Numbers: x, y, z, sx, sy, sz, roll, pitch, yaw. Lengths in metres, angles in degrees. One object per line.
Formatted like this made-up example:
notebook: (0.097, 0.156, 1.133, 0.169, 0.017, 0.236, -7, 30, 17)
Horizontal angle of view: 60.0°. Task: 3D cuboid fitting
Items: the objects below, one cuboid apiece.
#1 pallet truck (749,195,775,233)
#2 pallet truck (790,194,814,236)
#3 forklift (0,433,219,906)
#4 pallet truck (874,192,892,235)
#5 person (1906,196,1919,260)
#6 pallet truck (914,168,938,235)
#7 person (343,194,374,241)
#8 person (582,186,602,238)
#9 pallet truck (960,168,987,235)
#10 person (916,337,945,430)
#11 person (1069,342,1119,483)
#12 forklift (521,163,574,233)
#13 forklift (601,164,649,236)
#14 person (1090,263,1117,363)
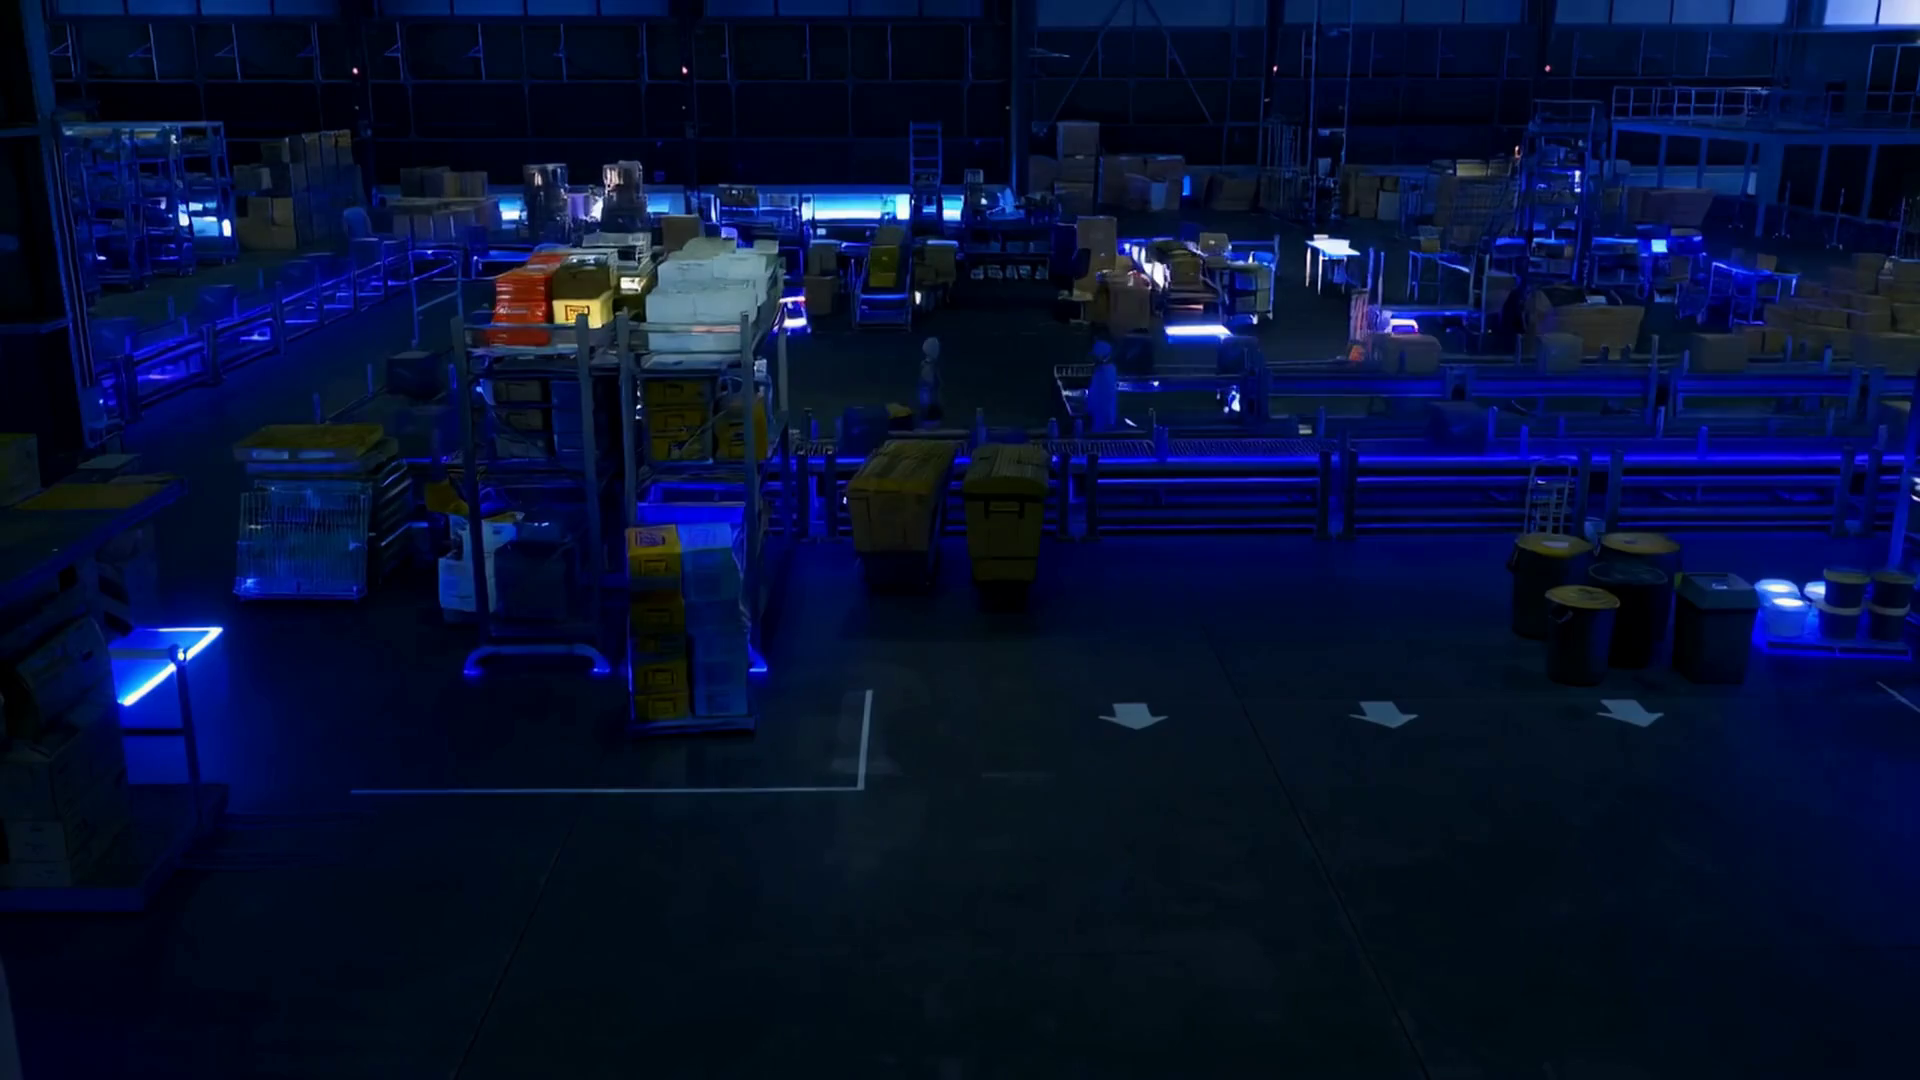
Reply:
pallet truck: (-6.051, -9.967, 50.660, 0.680, 1.201, 1.601, 0, 16, -1)
pallet truck: (-4.814, -9.883, 50.259, 0.704, 1.261, 1.522, -1, 16, -3)
forklift: (-5.952, 0.780, 10.366, 1.873, 2.768, 1.129, 0, 16, -1)
pallet truck: (-2.277, -9.986, 50.594, 0.653, 1.274, 1.630, 0, 16, -1)
person: (23.802, -7.671, 41.249, 0.609, 2.034, 0.397, 8, 18, 26)
pallet truck: (-0.989, -10.316, 50.507, 0.823, 1.965, 1.885, 1, 16, 3)
person: (-14.950, -7.633, 41.379, 0.660, 1.894, 0.417, 2, 16, 6)
person: (-9.913, -8.650, 45.025, 0.586, 1.823, 0.403, 11, 20, 34)
pallet truck: (0.383, -10.230, 50.206, 0.823, 1.965, 1.885, -1, 16, -3)
person: (-0.383, -1.794, 21.458, 0.412, 1.679, 0.547, -1, 16, -3)
person: (1.743, -1.567, 20.489, 0.952, 1.779, 0.581, 0, 16, -1)
forklift: (-12.233, -10.122, 49.298, 1.157, 1.987, 2.680, 0, 16, -1)
forklift: (-9.948, -10.127, 49.296, 1.157, 1.987, 2.680, -1, 16, -3)
person: (2.467, -3.878, 28.579, 0.503, 1.750, 0.542, 7, 18, 24)
